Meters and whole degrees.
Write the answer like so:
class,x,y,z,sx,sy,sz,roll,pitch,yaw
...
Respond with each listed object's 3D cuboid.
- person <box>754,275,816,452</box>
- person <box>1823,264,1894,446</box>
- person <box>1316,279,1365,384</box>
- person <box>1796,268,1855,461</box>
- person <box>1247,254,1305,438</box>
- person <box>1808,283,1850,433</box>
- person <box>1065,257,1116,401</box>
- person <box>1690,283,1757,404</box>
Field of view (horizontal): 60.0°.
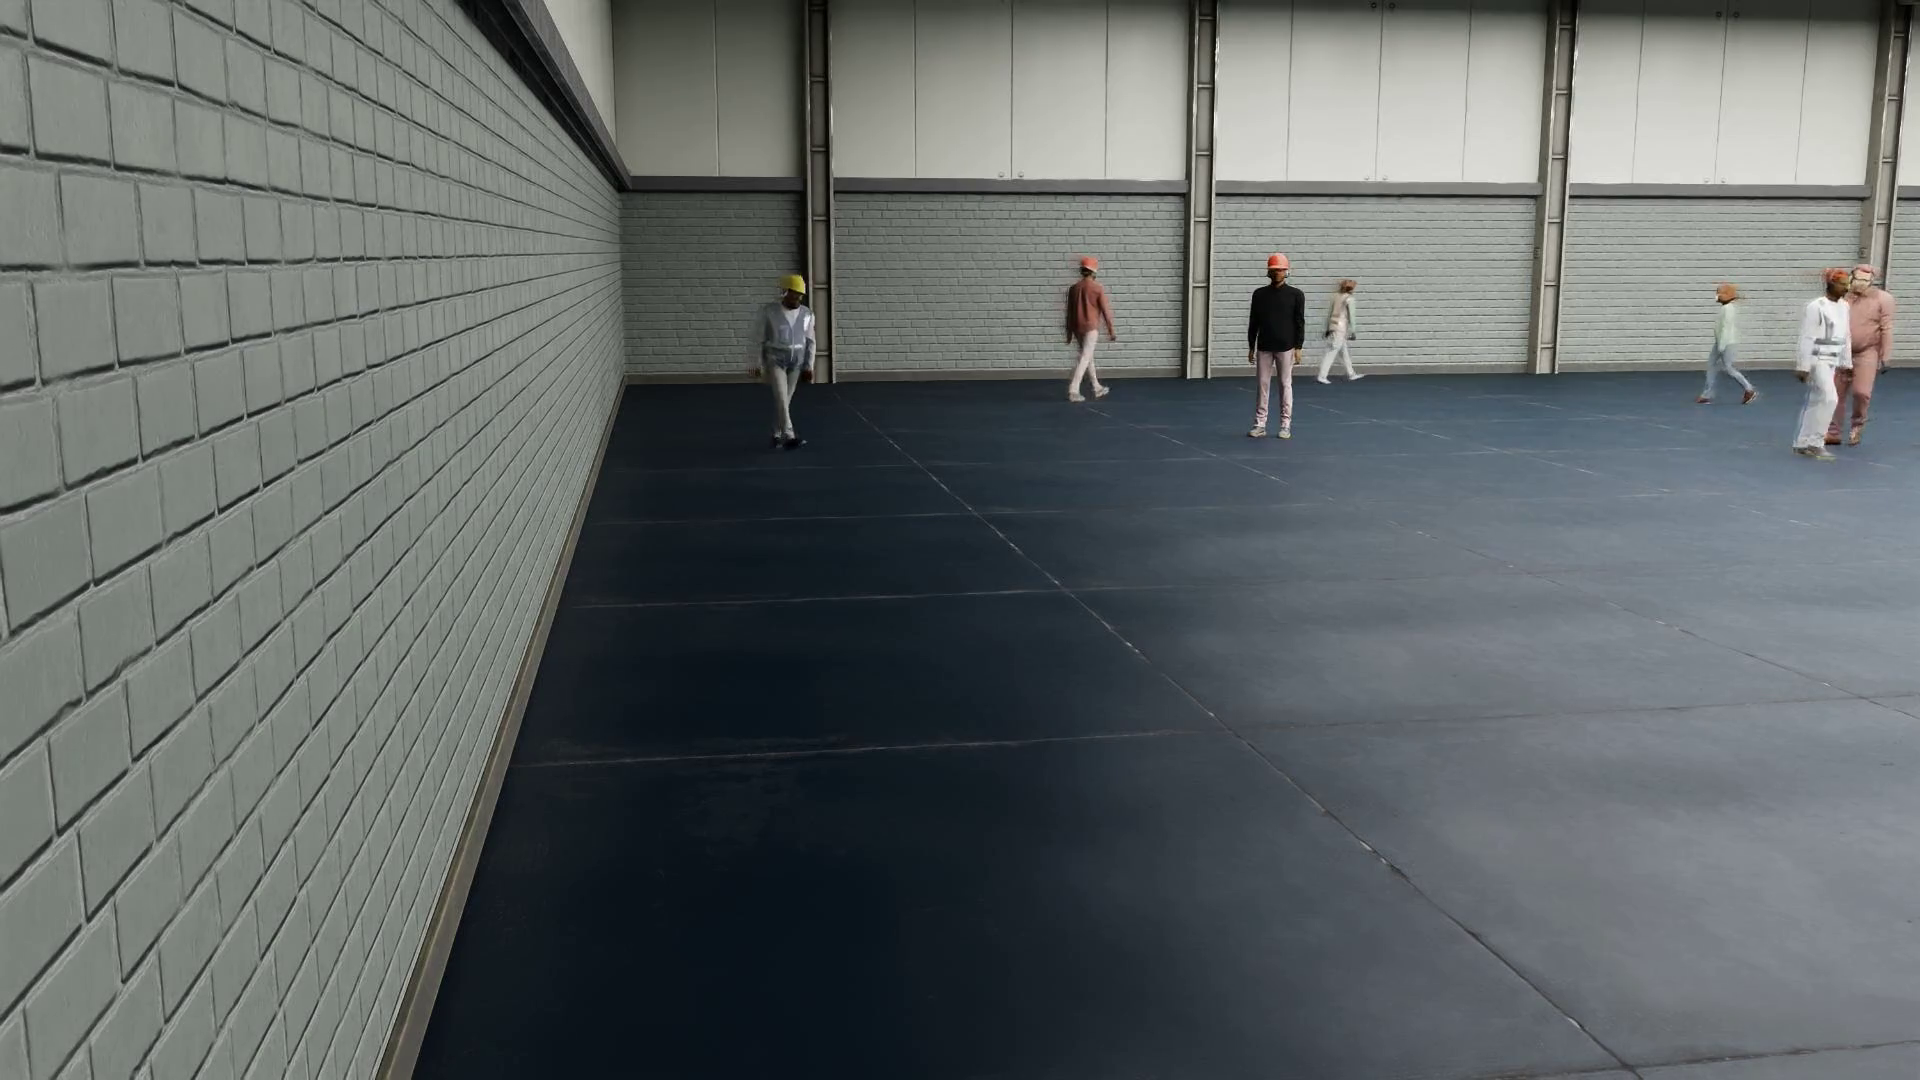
class,x,y,z,sx,sy,sz,roll,pitch,yaw
person,-1.758,-1.791,16.898,0.614,1.779,0.861,-6,11,-31
person,9.201,-1.893,17.173,0.390,1.888,0.743,-8,13,-38
person,5.830,-3.174,25.397,0.896,1.591,0.535,-3,10,-14
person,8.457,-1.700,16.162,0.576,1.863,0.628,-7,12,-36
person,3.422,-2.097,18.067,0.636,1.993,0.392,5,11,28
person,9.508,-2.002,18.182,0.327,1.761,0.522,3,10,17
person,1.753,-2.866,22.662,1.045,1.941,0.629,-9,14,-43
person,10.153,-2.583,21.986,0.751,1.610,0.508,2,10,13
